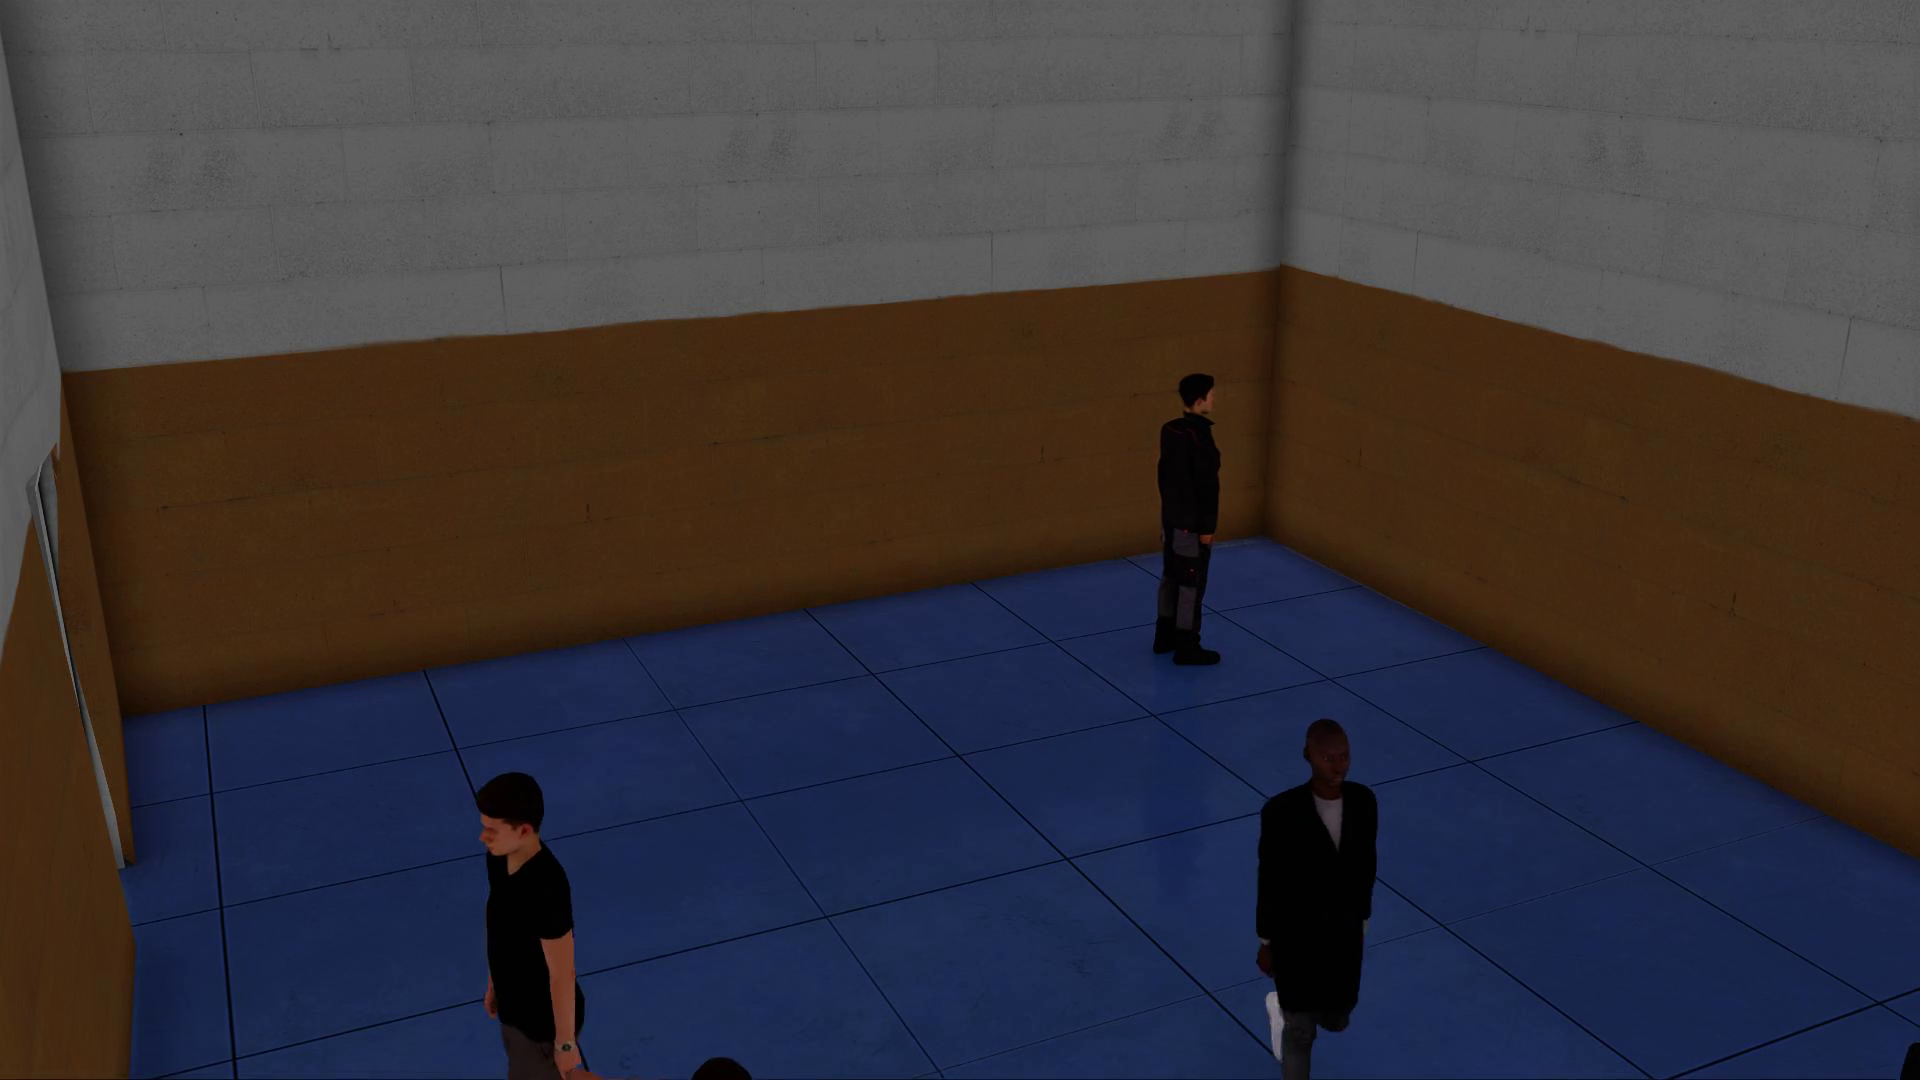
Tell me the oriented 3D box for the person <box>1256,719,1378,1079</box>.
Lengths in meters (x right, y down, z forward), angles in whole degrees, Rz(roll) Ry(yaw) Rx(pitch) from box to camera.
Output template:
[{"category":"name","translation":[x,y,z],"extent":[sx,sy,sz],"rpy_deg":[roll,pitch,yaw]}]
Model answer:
[{"category":"person","translation":[1.328,1.479,6.403],"extent":[0.936,1.746,0.817],"rpy_deg":[-4,19,-13]}]

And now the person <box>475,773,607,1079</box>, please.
[{"category":"person","translation":[-1.406,1.623,5.824],"extent":[1.139,1.843,0.784],"rpy_deg":[-12,22,-32]}]

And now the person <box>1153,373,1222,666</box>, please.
[{"category":"person","translation":[1.490,-0.150,10.923],"extent":[0.572,1.945,0.689],"rpy_deg":[-8,20,-22]}]
